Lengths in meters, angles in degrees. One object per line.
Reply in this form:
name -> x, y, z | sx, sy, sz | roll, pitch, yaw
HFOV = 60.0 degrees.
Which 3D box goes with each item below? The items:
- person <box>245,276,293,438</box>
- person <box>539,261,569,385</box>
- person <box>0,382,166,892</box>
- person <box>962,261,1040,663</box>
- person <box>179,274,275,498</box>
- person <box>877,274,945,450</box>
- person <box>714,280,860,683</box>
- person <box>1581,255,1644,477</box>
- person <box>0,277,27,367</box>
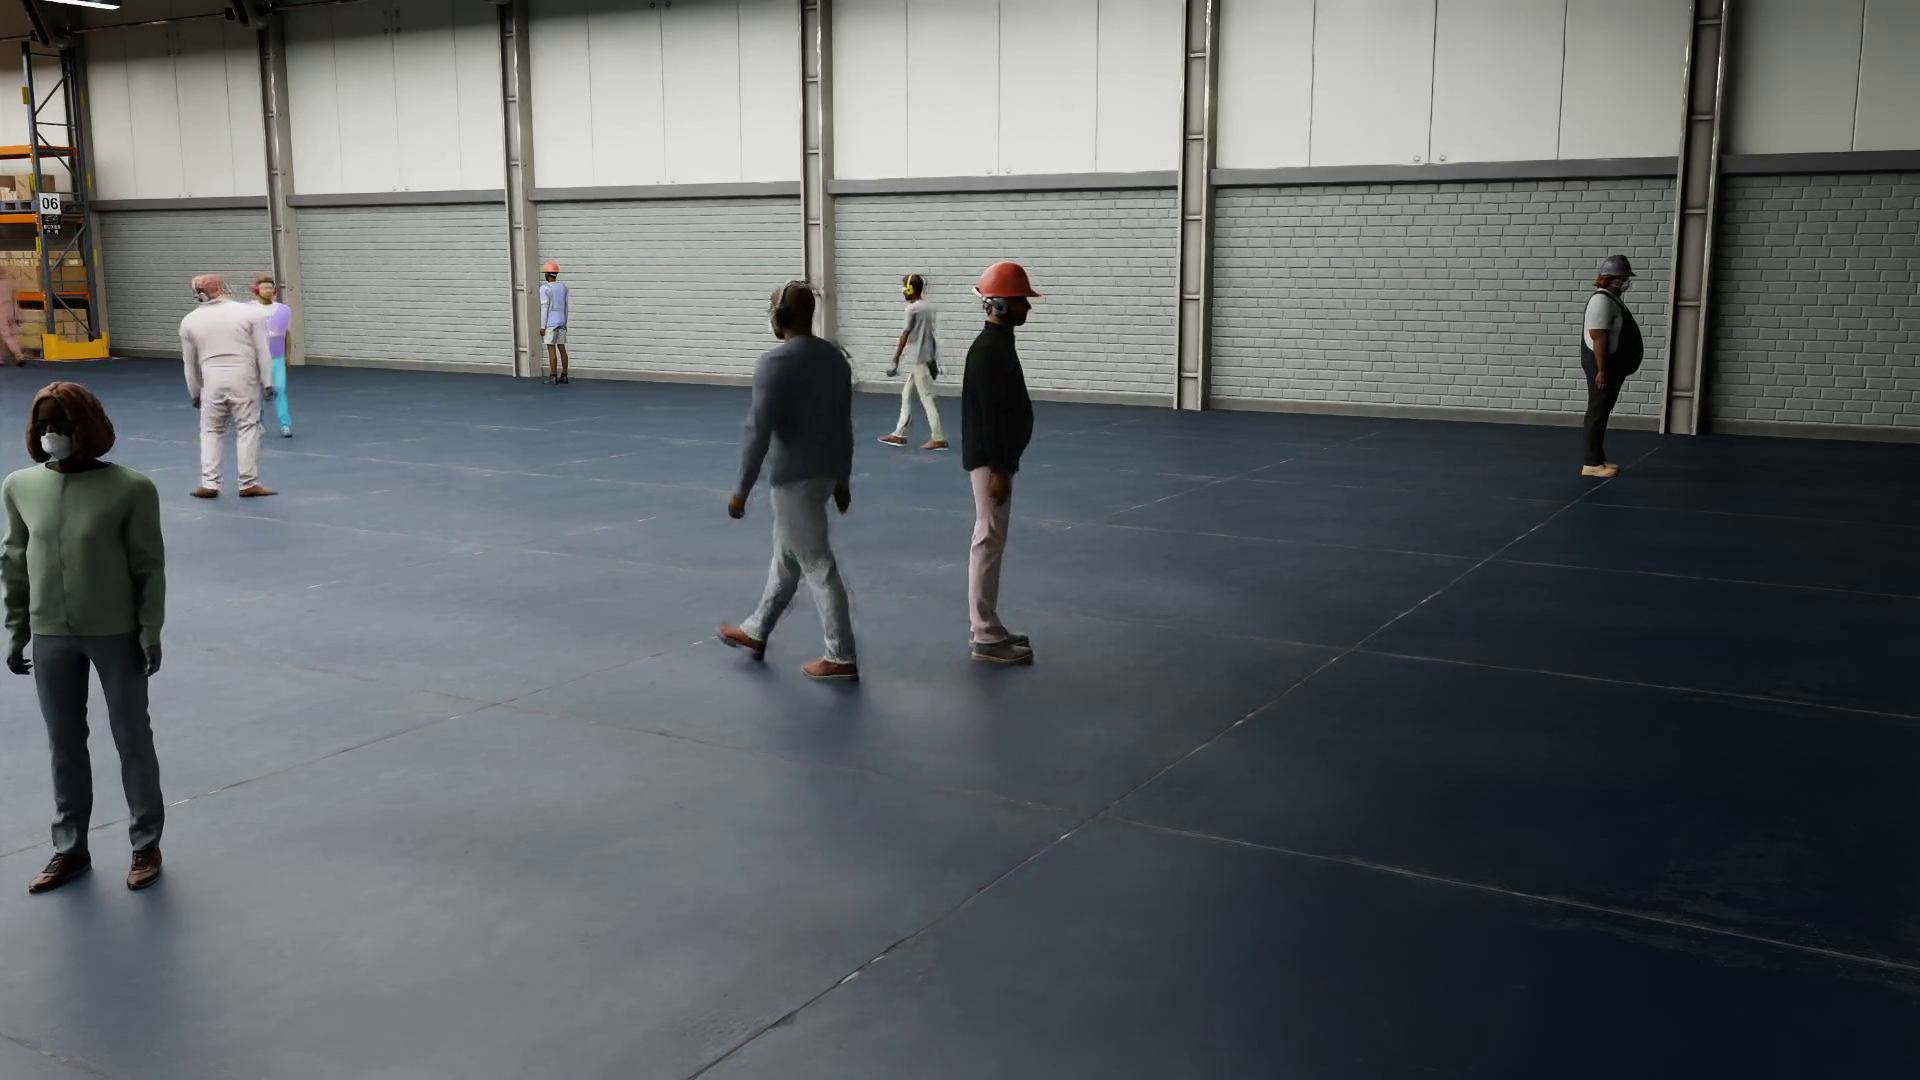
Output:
person -> -7.810, -2.066, 18.746 | 0.562, 1.807, 0.971 | -6, 11, -31
person -> -6.421, -3.417, 26.247 | 0.359, 1.938, 0.547 | 6, 11, 32
person -> -2.789, 0.311, 5.311 | 0.500, 1.633, 0.282 | -1, 10, -4
person -> 0.202, -0.387, 8.368 | 0.392, 1.995, 0.619 | 1, 10, 3
person -> -6.127, -1.270, 13.908 | 0.731, 1.876, 0.428 | -2, 10, -9
person -> -0.547, -1.853, 17.436 | 0.905, 1.827, 0.494 | 3, 10, 18
person -> -0.868, -0.280, 7.985 | 0.976, 1.894, 0.653 | 5, 11, 28
person -> 6.024, -1.612, 15.377 | 0.536, 2.000, 0.688 | 5, 11, 25
person -> -17.478, -4.095, 30.448 | 0.918, 1.866, 0.647 | 2, 10, 10
